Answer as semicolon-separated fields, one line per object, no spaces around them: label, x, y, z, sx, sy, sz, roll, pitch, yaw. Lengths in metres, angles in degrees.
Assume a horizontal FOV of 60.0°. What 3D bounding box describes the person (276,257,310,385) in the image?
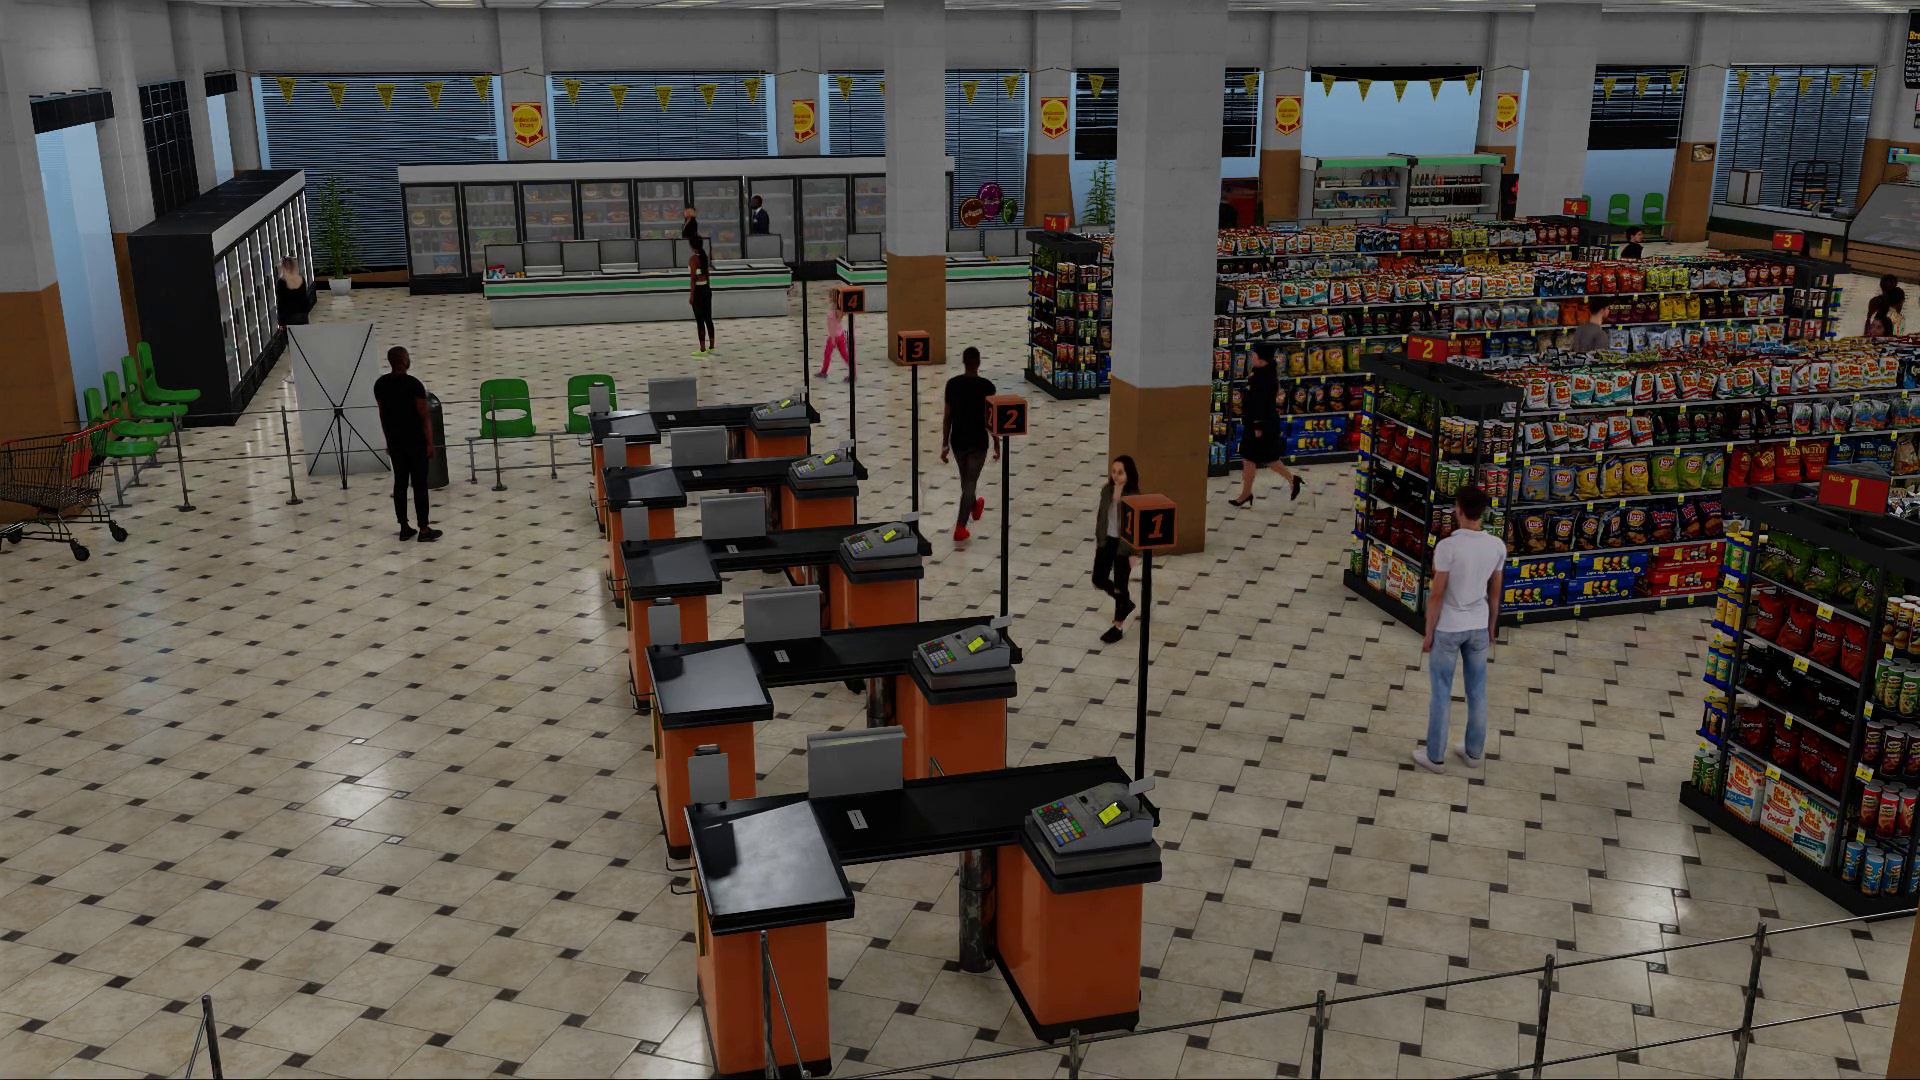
person;-8.948;-2.953;22.384;0.762;1.685;0.690;10;19;29

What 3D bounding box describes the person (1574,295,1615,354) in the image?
person;6.605;-1.646;17.764;1.112;1.868;0.710;-4;17;-14

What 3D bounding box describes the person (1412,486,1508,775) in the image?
person;3.173;0.568;10.507;0.456;1.850;0.700;-5;18;-15

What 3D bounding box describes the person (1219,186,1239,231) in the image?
person;4.736;-5.400;30.018;0.694;1.931;0.825;-3;17;-8

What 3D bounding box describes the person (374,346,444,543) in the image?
person;-5.106;-0.889;15.354;0.687;1.819;0.811;5;17;15

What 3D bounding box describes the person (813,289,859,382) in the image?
person;-1.614;-2.736;22.425;0.928;1.245;0.862;9;19;29

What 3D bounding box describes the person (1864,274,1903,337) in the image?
person;11.440;-2.458;20.688;0.614;1.723;0.702;3;17;11

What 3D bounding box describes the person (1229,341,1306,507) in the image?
person;3.042;-1.106;16.362;1.105;1.650;0.997;6;18;19

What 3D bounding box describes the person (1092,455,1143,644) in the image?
person;1.260;0.048;12.869;0.827;1.471;0.759;-16;23;-42

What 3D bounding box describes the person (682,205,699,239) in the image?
person;-4.623;-5.069;29.396;0.617;1.660;0.639;-6;18;-20

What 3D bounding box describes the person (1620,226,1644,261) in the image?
person;9.895;-3.726;24.667;0.809;1.838;0.793;7;18;21

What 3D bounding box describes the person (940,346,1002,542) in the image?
person;0.063;-0.851;15.333;1.223;1.761;1.161;6;18;18

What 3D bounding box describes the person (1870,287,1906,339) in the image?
person;10.475;-1.987;19.069;1.147;1.763;0.724;-8;19;-24

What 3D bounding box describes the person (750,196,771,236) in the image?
person;-3.441;-5.205;29.615;1.085;1.793;0.705;-4;17;-13

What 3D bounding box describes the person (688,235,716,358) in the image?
person;-3.780;-3.576;24.319;0.701;1.753;0.632;11;20;31
